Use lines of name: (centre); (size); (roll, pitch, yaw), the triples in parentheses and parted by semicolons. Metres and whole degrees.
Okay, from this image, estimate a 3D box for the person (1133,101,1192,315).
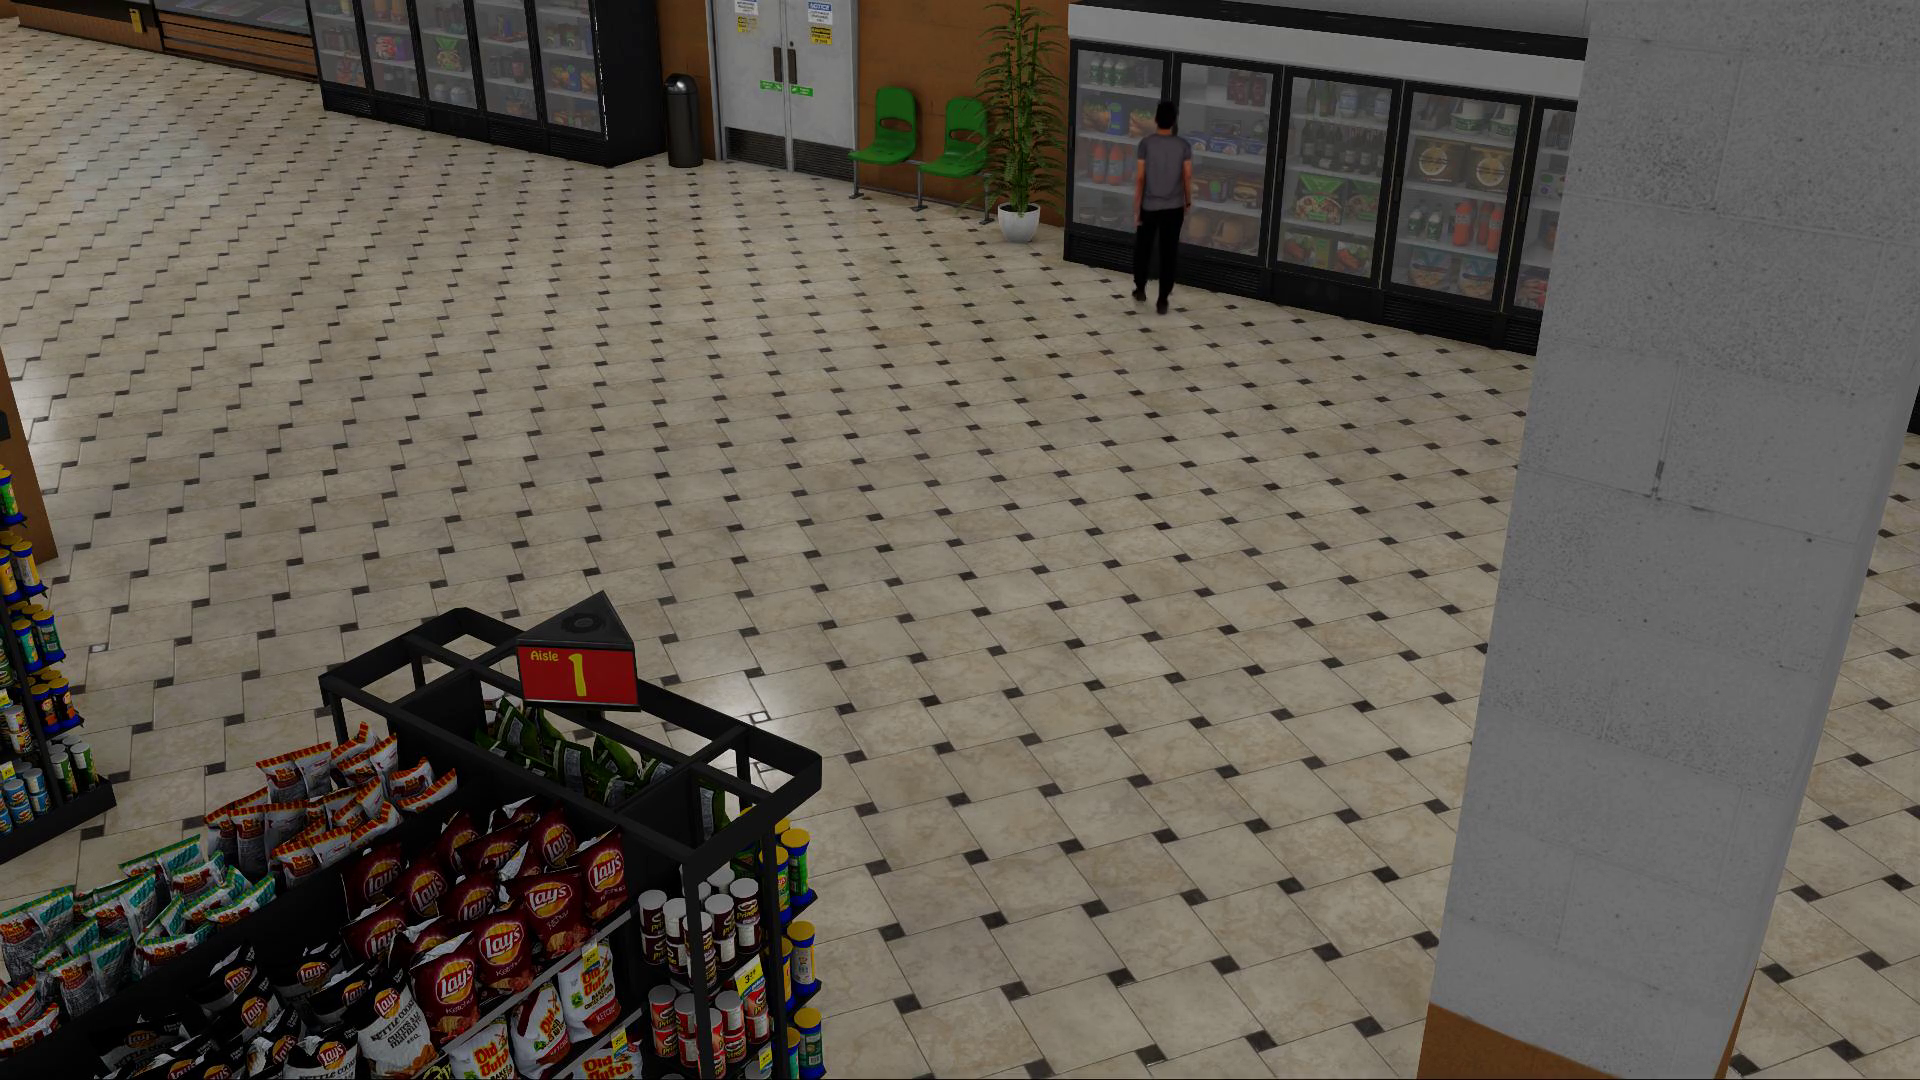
person: (1.676, -2.727, 13.776); (0.809, 1.741, 0.885); (3, 27, 6)
